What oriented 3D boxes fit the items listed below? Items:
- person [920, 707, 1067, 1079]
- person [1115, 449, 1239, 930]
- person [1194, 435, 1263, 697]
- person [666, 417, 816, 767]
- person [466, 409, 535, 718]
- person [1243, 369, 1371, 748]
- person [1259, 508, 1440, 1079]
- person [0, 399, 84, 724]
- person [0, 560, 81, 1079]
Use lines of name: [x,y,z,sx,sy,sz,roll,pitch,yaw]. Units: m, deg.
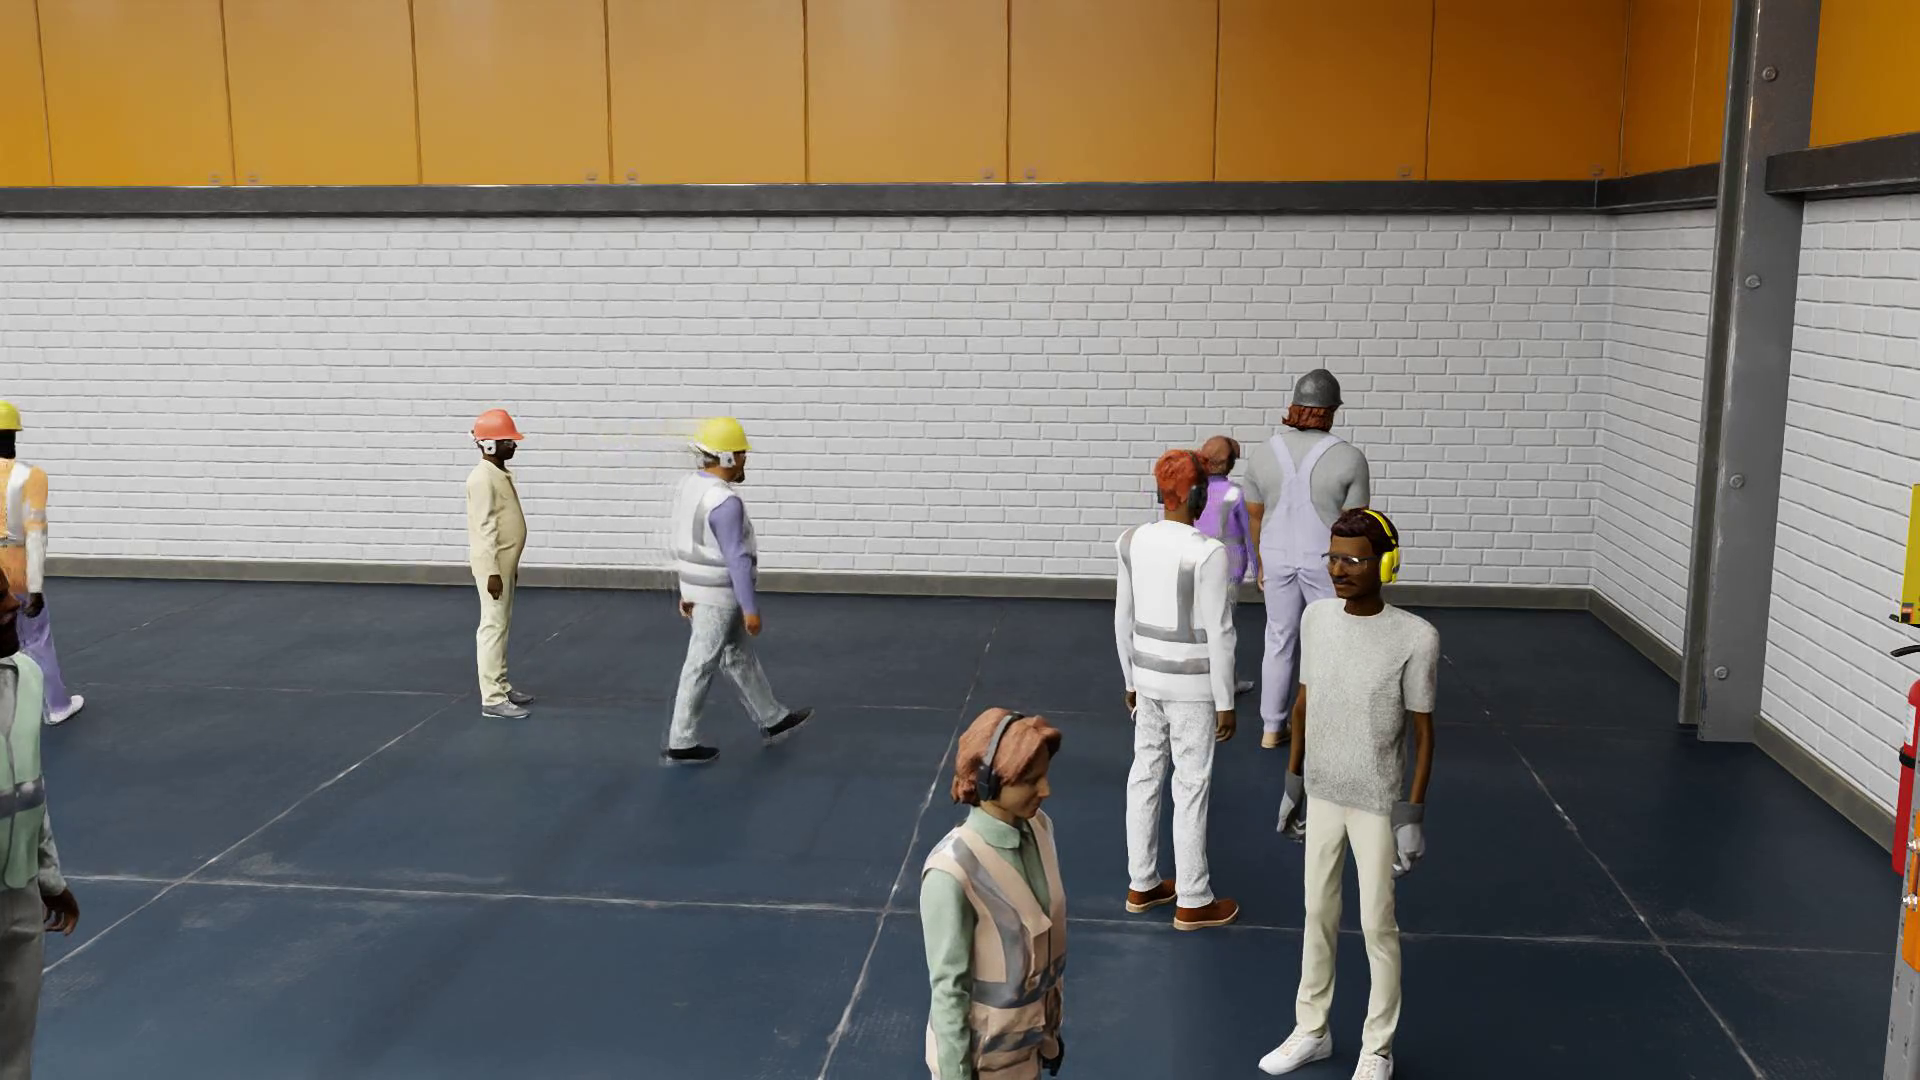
person: [0.081,1.182,3.798,0.309,1.638,0.514,5,11,27]
person: [0.855,0.582,6.531,0.355,1.883,0.573,-8,13,-39]
person: [1.489,0.199,9.551,0.828,1.596,0.517,-8,12,-37]
person: [-1.139,0.260,8.611,0.908,1.790,0.622,-4,11,-24]
person: [-2.621,0.127,9.500,0.327,1.753,0.563,-1,10,-7]
person: [1.861,0.114,8.759,0.683,2.000,0.538,7,12,34]
person: [1.222,0.821,5.197,0.519,1.874,0.326,9,14,43]
person: [-5.143,0.188,8.885,0.601,1.862,1.086,0,10,-2]
person: [-2.574,0.945,4.344,0.391,1.922,0.587,1,10,8]
